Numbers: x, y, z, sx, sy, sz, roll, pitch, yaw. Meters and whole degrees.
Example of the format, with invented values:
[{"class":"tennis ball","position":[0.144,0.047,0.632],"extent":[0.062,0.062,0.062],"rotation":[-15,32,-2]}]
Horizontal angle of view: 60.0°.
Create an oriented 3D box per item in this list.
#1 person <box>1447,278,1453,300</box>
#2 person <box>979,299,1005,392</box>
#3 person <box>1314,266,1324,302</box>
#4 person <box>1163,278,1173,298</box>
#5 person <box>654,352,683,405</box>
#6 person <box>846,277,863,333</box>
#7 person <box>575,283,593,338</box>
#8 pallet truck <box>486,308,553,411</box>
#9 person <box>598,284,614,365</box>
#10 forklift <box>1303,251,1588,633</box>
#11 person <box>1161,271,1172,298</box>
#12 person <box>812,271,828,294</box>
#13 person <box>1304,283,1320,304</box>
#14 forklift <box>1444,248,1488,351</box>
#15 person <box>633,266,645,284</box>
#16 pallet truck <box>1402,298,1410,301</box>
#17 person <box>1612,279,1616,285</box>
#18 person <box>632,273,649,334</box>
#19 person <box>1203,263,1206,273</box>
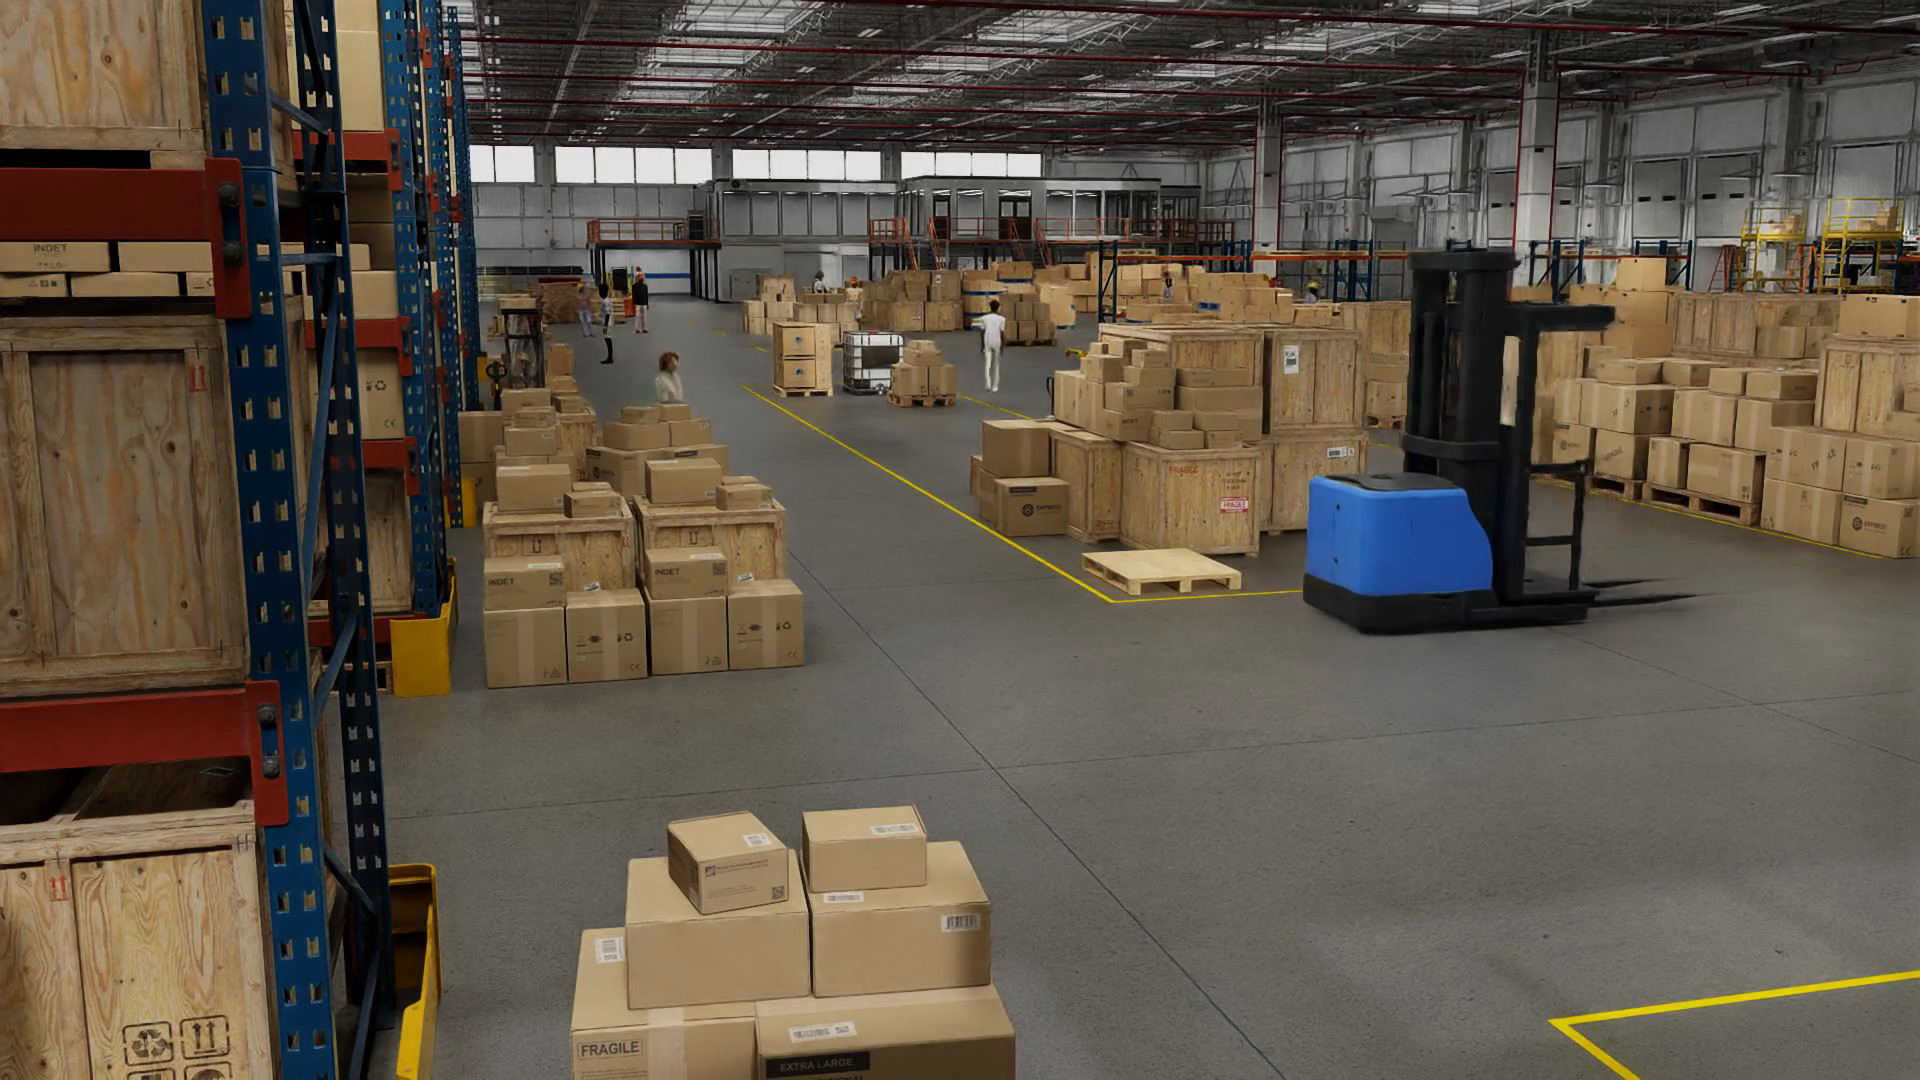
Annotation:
[{"class":"person","position":[20.306,-10.371,69.653],"extent":[0.599,1.912,0.971],"rotation":[2,10,11]},{"class":"person","position":[0.627,-3.825,32.773],"extent":[0.523,1.851,0.795],"rotation":[1,10,5]},{"class":"person","position":[18.180,-12.964,84.314],"extent":[0.588,1.915,0.536],"rotation":[-4,11,-22]},{"class":"person","position":[6.681,-7.495,53.532],"extent":[0.328,1.858,0.501],"rotation":[1,10,3]},{"class":"person","position":[-3.441,-1.421,19.749],"extent":[0.390,1.624,0.522],"rotation":[4,11,22]},{"class":"person","position":[-3.282,-7.248,51.922],"extent":[0.540,1.929,0.385],"rotation":[1,10,4]},{"class":"person","position":[-11.840,-7.222,52.326],"extent":[0.542,1.725,0.505],"rotation":[-1,10,-6]},{"class":"pallet truck","position":[-6.242,-2.418,24.362],"extent":[0.823,1.965,1.885],"rotation":[1,10,3]},{"class":"person","position":[-8.600,-5.239,40.421],"extent":[0.366,1.967,0.602],"rotation":[-2,10,-9]},{"class":"forklift","position":[3.721,-0.799,12.697],"extent":[1.873,2.768,1.129],"rotation":[-3,10,-15]},{"class":"person","position":[8.104,-9.712,65.977],"extent":[1.016,1.885,0.637],"rotation":[4,11,24]},{"class":"person","position":[-4.899,-8.448,58.387],"extent":[0.535,2.000,0.684],"rotation":[-4,11,-20]},{"class":"person","position":[9.555,-6.037,45.176],"extent":[0.841,1.871,0.569],"rotation":[-5,11,-25]},{"class":"forklift","position":[12.451,-5.743,40.690],"extent":[1.129,2.768,1.873],"rotation":[-9,13,-41]},{"class":"person","position":[-16.517,-13.153,85.575],"extent":[0.586,1.848,0.930],"rotation":[-3,10,-17]},{"class":"pallet truck","position":[14.620,-7.324,52.145],"extent":[0.823,1.965,1.885],"rotation":[8,13,40]},{"class":"person","position":[22.306,-8.012,56.757],"extent":[0.486,1.744,0.310],"rotation":[2,10,9]},{"class":"person","position":[-10.529,-7.801,54.846],"extent":[0.373,1.997,0.619],"rotation":[9,14,42]},{"class":"person","position":[14.237,-15.459,98.413],"extent":[0.674,1.947,0.735],"rotation":[0,10,1]}]
